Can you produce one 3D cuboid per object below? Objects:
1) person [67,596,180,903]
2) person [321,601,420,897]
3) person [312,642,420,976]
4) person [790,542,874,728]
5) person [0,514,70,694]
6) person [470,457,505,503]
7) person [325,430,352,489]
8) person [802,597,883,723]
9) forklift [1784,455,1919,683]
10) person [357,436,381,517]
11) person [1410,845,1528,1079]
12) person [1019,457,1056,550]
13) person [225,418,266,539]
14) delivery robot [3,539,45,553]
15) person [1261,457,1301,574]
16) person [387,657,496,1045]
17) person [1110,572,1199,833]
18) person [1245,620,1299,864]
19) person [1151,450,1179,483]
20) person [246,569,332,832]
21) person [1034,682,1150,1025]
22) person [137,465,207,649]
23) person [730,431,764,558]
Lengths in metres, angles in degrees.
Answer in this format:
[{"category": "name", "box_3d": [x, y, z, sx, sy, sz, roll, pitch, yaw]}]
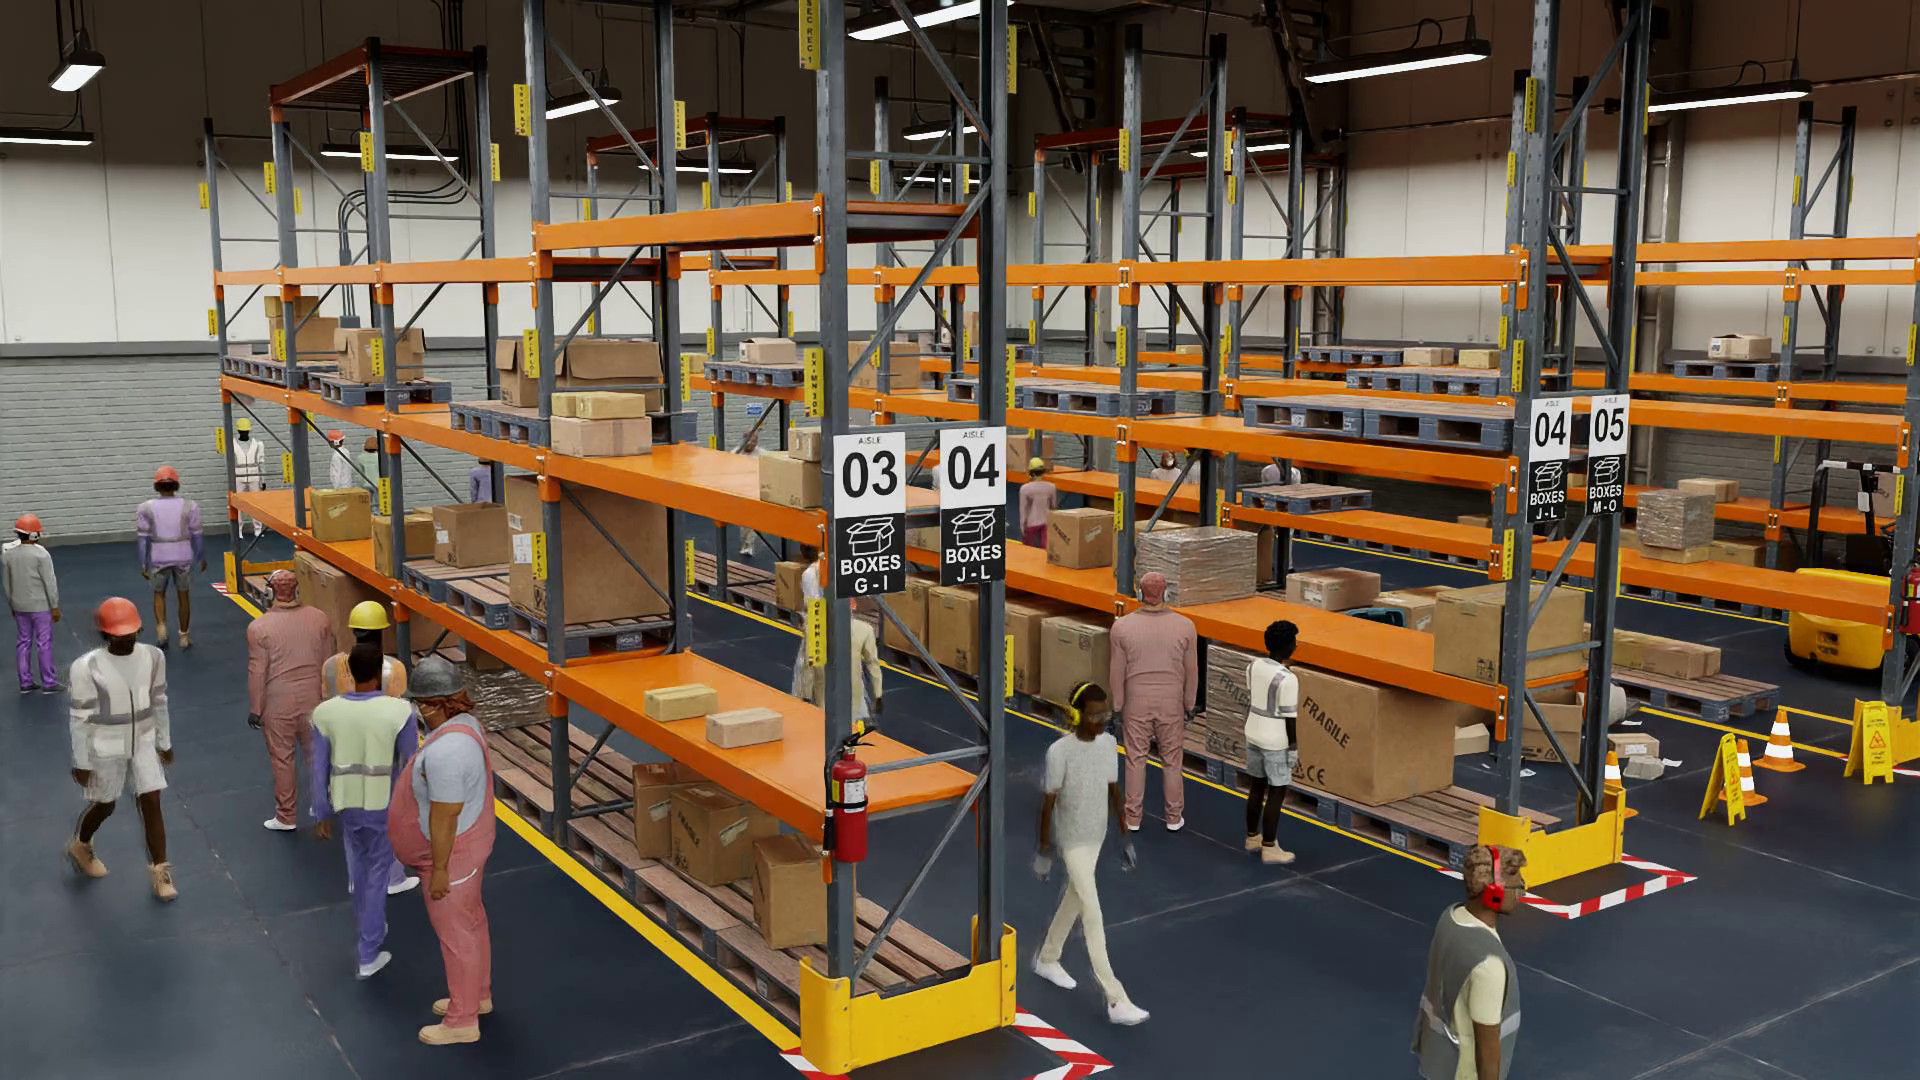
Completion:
[{"category": "person", "box_3d": [-5.472, 1.315, 10.808, 0.997, 1.996, 0.656, 7, 11, 38]}, {"category": "person", "box_3d": [-3.808, 1.347, 10.772, 0.594, 1.924, 0.382, 1, 9, 9]}, {"category": "person", "box_3d": [-3.399, 1.523, 9.723, 0.591, 1.887, 0.817, 1, 9, 5]}, {"category": "person", "box_3d": [-1.200, 0.804, 14.727, 0.982, 1.841, 0.582, 5, 10, 28]}, {"category": "person", "box_3d": [-8.994, 0.622, 16.168, 0.560, 1.753, 0.328, 2, 9, 12]}, {"category": "person", "box_3d": [-6.847, -0.519, 24.170, 0.509, 1.632, 0.266, -1, 9, -6]}, {"category": "person", "box_3d": [-9.735, -0.862, 26.093, 0.349, 1.743, 0.563, -1, 9, -5]}, {"category": "person", "box_3d": [-0.872, 1.170, 12.664, 0.596, 1.699, 0.898, -4, 9, -23]}, {"category": "forklift", "box_3d": [9.643, 0.253, 17.172, 2.313, 2.155, 1.214, -6, 10, -33]}, {"category": "person", "box_3d": [-9.227, -0.816, 26.172, 0.501, 1.628, 0.287, 1, 9, 9]}, {"category": "person", "box_3d": [1.938, 2.054, 6.383, 0.384, 1.835, 0.561, 0, 9, 3]}, {"category": "person", "box_3d": [0.987, -0.207, 21.718, 0.532, 1.744, 0.611, -2, 9, -14]}, {"category": "person", "box_3d": [-11.257, -0.967, 26.226, 0.584, 1.918, 0.402, -5, 10, -32]}, {"category": "delivery robot", "box_3d": [-12.879, 0.165, 22.877, 0.707, 0.478, 0.477, 8, 11, 42]}, {"category": "person", "box_3d": [4.438, -0.430, 22.967, 0.591, 1.824, 0.404, 6, 11, 35]}, {"category": "person", "box_3d": [-2.716, 1.597, 8.726, 0.535, 2.000, 0.683, -1, 9, -9]}, {"category": "person", "box_3d": [1.394, 1.172, 12.012, 0.642, 1.906, 0.410, 0, 9, 2]}, {"category": "person", "box_3d": [2.139, 1.376, 11.376, 0.324, 1.684, 0.540, -3, 9, -22]}, {"category": "person", "box_3d": [2.978, -0.482, 23.910, 0.500, 1.636, 0.279, -1, 9, -4]}, {"category": "person", "box_3d": [-4.884, 1.157, 12.101, 0.401, 1.907, 0.648, 7, 11, 37]}, {"category": "person", "box_3d": [0.717, 1.663, 9.061, 0.534, 1.814, 0.990, -8, 12, -43]}, {"category": "person", "box_3d": [-8.556, 0.199, 18.082, 0.648, 2.034, 0.439, -3, 9, -20]}, {"category": "person", "box_3d": [-3.151, -0.664, 24.404, 0.668, 1.843, 1.020, 1, 9, 5]}]
